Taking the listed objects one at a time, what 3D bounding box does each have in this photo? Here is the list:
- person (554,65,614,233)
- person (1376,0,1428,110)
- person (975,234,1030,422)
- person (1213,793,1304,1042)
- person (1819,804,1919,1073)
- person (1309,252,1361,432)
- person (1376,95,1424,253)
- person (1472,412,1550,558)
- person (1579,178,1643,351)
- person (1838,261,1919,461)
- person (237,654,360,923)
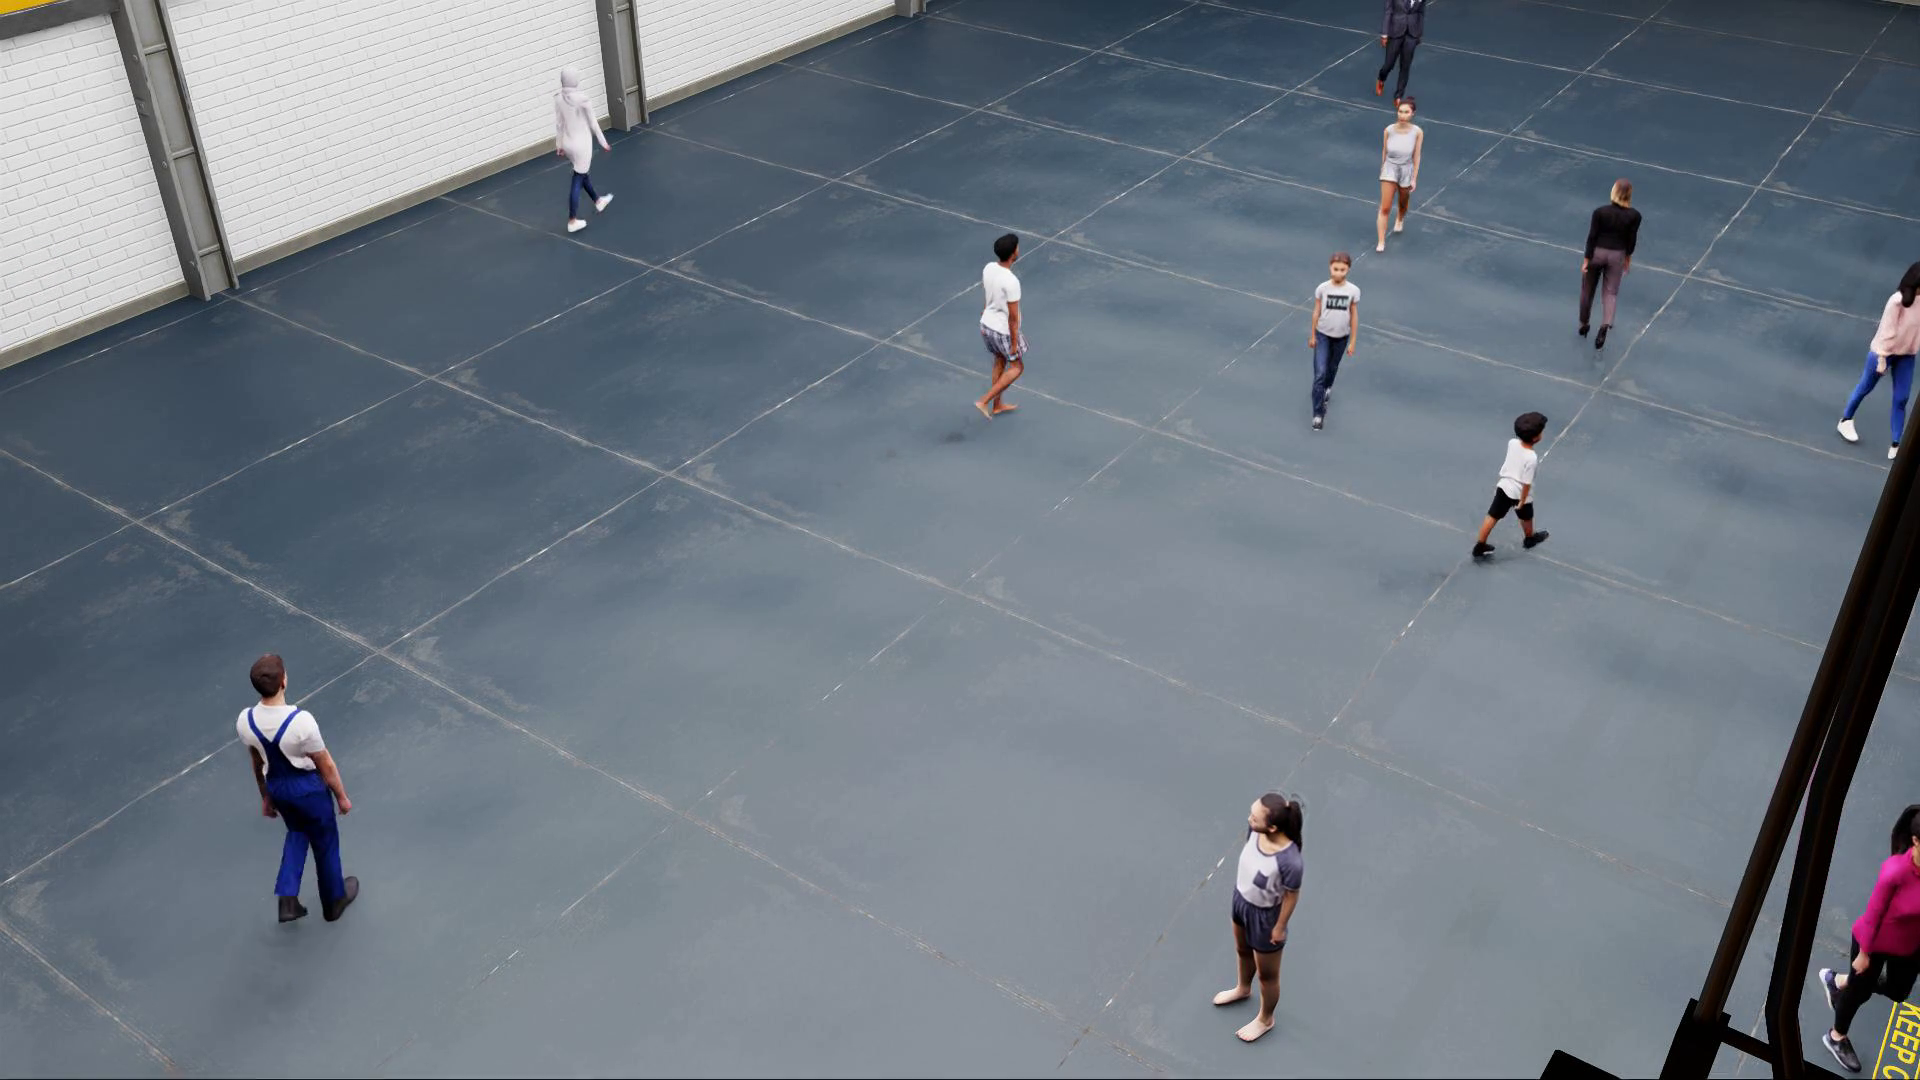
[{"bbox_3d":[-4.166,-4.163,17.869,0.652,1.739,1.070,19,38,26],"label":"person"},{"bbox_3d":[5.639,-6.481,21.295,0.955,1.806,1.038,-1,34,-2],"label":"person"},{"bbox_3d":[0.295,-1.791,14.317,0.871,1.718,0.781,-22,39,-29],"label":"person"},{"bbox_3d":[1.596,1.950,8.752,0.683,1.650,0.668,-12,36,-18],"label":"person"},{"bbox_3d":[4.740,2.017,8.618,0.804,1.686,0.861,-7,34,-10],"label":"person"},{"bbox_3d":[3.250,-1.800,14.508,0.841,1.524,1.107,6,34,8],"label":"person"},{"bbox_3d":[4.666,-3.901,17.618,0.788,1.580,1.094,9,35,13],"label":"person"},{"bbox_3d":[4.173,-0.390,12.656,0.943,1.225,0.742,-16,37,-23],"label":"person"},{"bbox_3d":[6.025,-2.533,15.496,0.831,1.650,1.033,6,34,9],"label":"person"},{"bbox_3d":[7.755,-1.573,13.980,1.091,1.729,1.138,-6,34,-9],"label":"person"},{"bbox_3d":[-3.727,1.485,9.283,0.824,1.837,0.944,6,34,9],"label":"person"}]
